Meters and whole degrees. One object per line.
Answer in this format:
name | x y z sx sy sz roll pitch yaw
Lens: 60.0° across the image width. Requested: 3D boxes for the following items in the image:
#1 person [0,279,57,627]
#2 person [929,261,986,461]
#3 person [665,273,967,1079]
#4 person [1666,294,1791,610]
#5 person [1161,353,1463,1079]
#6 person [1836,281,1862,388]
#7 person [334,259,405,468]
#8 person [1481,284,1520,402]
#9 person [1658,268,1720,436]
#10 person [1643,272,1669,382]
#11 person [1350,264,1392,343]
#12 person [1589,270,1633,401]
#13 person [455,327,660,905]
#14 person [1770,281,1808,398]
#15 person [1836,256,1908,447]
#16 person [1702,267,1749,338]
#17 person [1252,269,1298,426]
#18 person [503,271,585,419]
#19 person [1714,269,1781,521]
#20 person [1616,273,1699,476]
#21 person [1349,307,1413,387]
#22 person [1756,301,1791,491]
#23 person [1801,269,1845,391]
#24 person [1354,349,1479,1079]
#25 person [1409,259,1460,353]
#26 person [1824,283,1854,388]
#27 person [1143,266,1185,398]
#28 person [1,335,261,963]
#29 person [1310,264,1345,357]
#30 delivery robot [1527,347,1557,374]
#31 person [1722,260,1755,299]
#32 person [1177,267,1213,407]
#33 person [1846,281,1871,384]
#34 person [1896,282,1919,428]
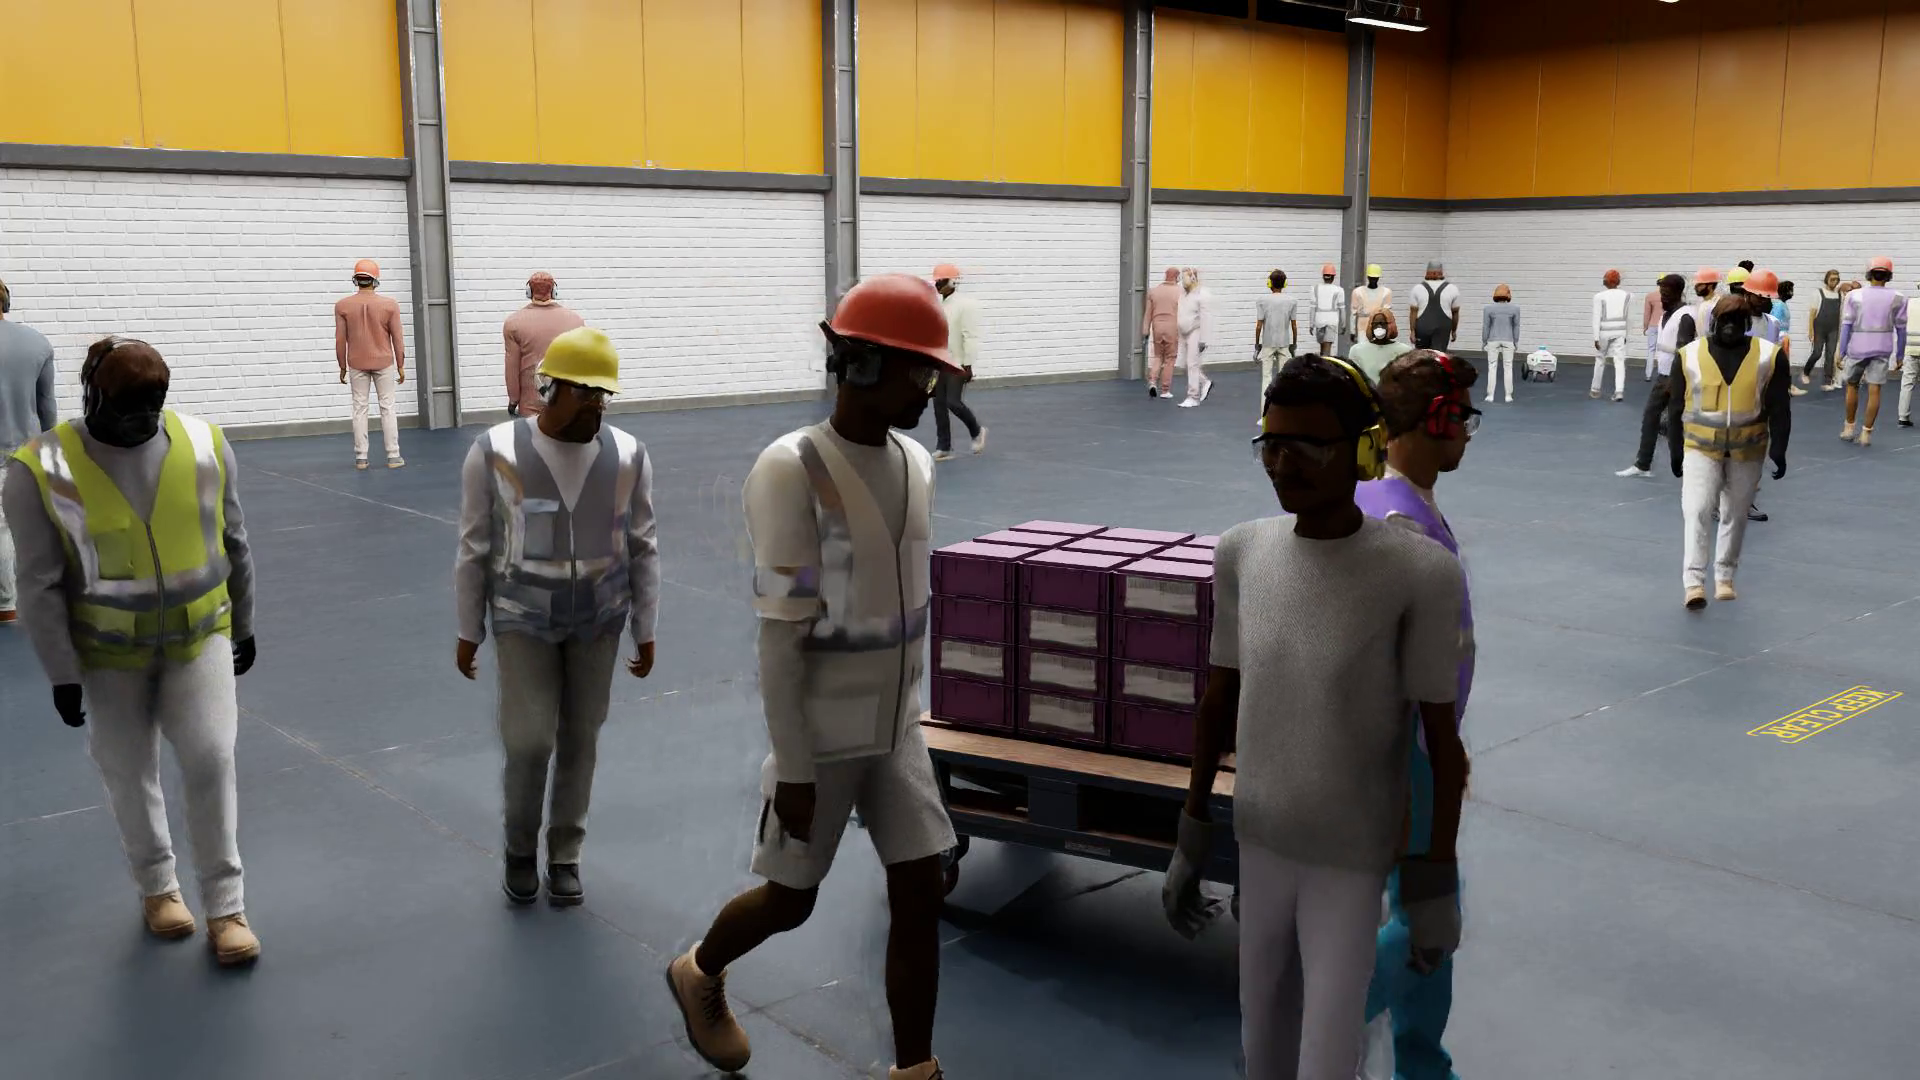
person | -5.258 -0.494 9.126 0.357 1.938 0.638 5 11 27
person | -0.063 -1.764 16.461 0.562 1.970 0.627 -9 13 -43
person | -0.320 0.394 3.803 0.946 1.999 0.625 7 12 37
person | 4.391 -0.493 9.535 0.635 1.796 0.930 4 10 20
person | 0.634 0.586 3.059 0.384 1.853 0.536 -9 13 -43
person | 13.658 -3.141 25.498 0.513 1.642 0.313 5 11 28
person | -5.622 -1.677 15.887 0.622 1.993 0.383 -2 10 -13
person | 7.523 -2.737 23.156 0.500 1.633 0.289 3 10 14
person | 8.175 -2.057 18.433 0.975 1.888 0.549 0 10 -1
person | 11.276 -3.419 26.762 0.533 1.768 0.310 5 11 26
person | 6.082 -3.121 24.604 0.581 1.904 0.503 1 10 5
person | 9.159 -2.870 23.381 0.576 1.837 1.004 1 10 4
person | -1.224 0.253 5.133 0.619 1.808 0.421 -5 11 -25
person | 11.804 -2.863 23.781 0.805 1.661 0.542 5 11 27
person | 9.782 -2.027 17.869 0.652 2.015 0.814 4 11 23
person | 7.718 -1.763 16.622 0.599 1.911 0.413 4 10 21
person | 3.749 -2.278 19.784 0.531 1.867 0.316 0 10 1
person | -3.216 -1.128 12.939 0.643 1.909 0.410 -4 11 -24
person | 6.008 -1.092 12.668 0.542 1.927 0.374 -3 10 -16
person | 6.539 -1.471 15.064 0.858 1.877 0.594 0 10 -2
person | 3.228 -0.974 12.832 0.507 1.632 0.267 3 10 16
person | 6.889 -1.267 14.429 0.544 1.681 0.523 5 11 27
person | 13.024 -3.163 25.068 0.524 1.833 0.613 0 10 0
person | 1.024 0.483 3.753 0.522 1.820 0.596 2 10 13
person | 6.810 -3.074 23.934 0.693 2.000 1.041 2 10 13
person | 13.451 -3.114 25.399 0.535 1.611 0.416 -2 10 -14
person | 2.972 -2.948 23.694 0.658 1.881 0.409 6 11 30
person | -2.300 0.325 4.739 0.649 1.799 0.773 -7 12 -36
person | 6.044 -3.590 27.405 0.560 1.895 0.983 4 11 25
delivery robot | 9.416 -2.890 26.922 0.477 0.478 0.707 1 10 7
person | 11.893 -3.272 25.317 0.606 1.966 0.367 7 12 36
person | 3.180 -2.733 22.414 0.594 1.884 0.661 -5 11 -28
person | 14.284 -3.425 26.363 0.671 1.915 0.639 5 11 26
person | 11.284 -2.205 19.469 0.404 1.826 0.600 -6 11 -31
